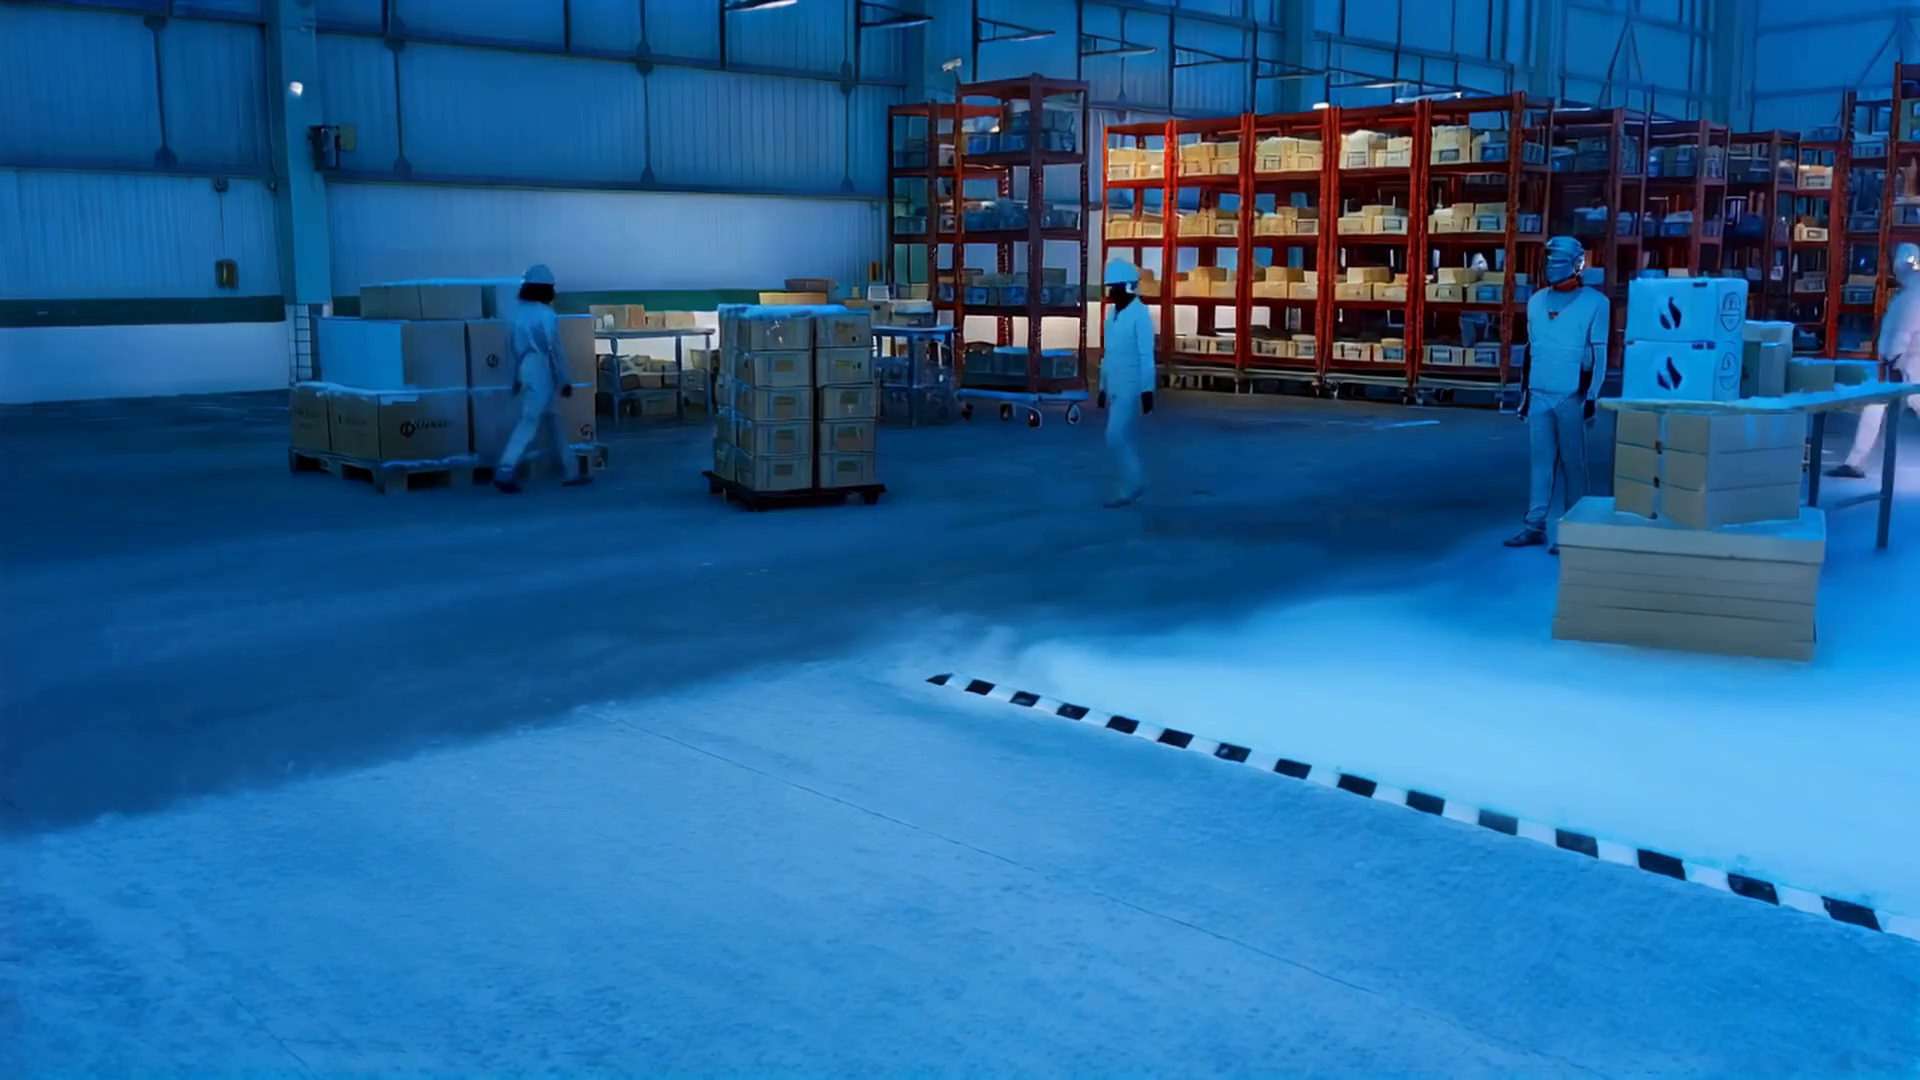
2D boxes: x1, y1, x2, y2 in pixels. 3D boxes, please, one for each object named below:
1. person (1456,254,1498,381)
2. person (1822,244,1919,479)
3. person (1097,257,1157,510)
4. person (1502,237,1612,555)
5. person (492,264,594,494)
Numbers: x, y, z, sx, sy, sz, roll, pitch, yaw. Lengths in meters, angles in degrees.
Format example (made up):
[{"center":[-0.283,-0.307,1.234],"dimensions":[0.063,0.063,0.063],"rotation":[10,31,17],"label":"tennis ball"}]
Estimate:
[{"center":[7.373,-3.157,23.750],"dimensions":[0.595,1.828,0.403],"rotation":[5,11,26],"label":"person"},{"center":[7.370,-1.353,12.871],"dimensions":[1.028,1.860,0.634],"rotation":[1,10,8],"label":"person"},{"center":[1.110,-1.057,11.400],"dimensions":[0.401,1.733,0.586],"rotation":[-4,10,-21],"label":"person"},{"center":[3.540,-0.845,9.789],"dimensions":[0.388,1.848,0.564],"rotation":[-6,11,-30],"label":"person"},{"center":[-3.154,-1.203,12.404],"dimensions":[0.495,1.695,0.922],"rotation":[9,13,44],"label":"person"}]
